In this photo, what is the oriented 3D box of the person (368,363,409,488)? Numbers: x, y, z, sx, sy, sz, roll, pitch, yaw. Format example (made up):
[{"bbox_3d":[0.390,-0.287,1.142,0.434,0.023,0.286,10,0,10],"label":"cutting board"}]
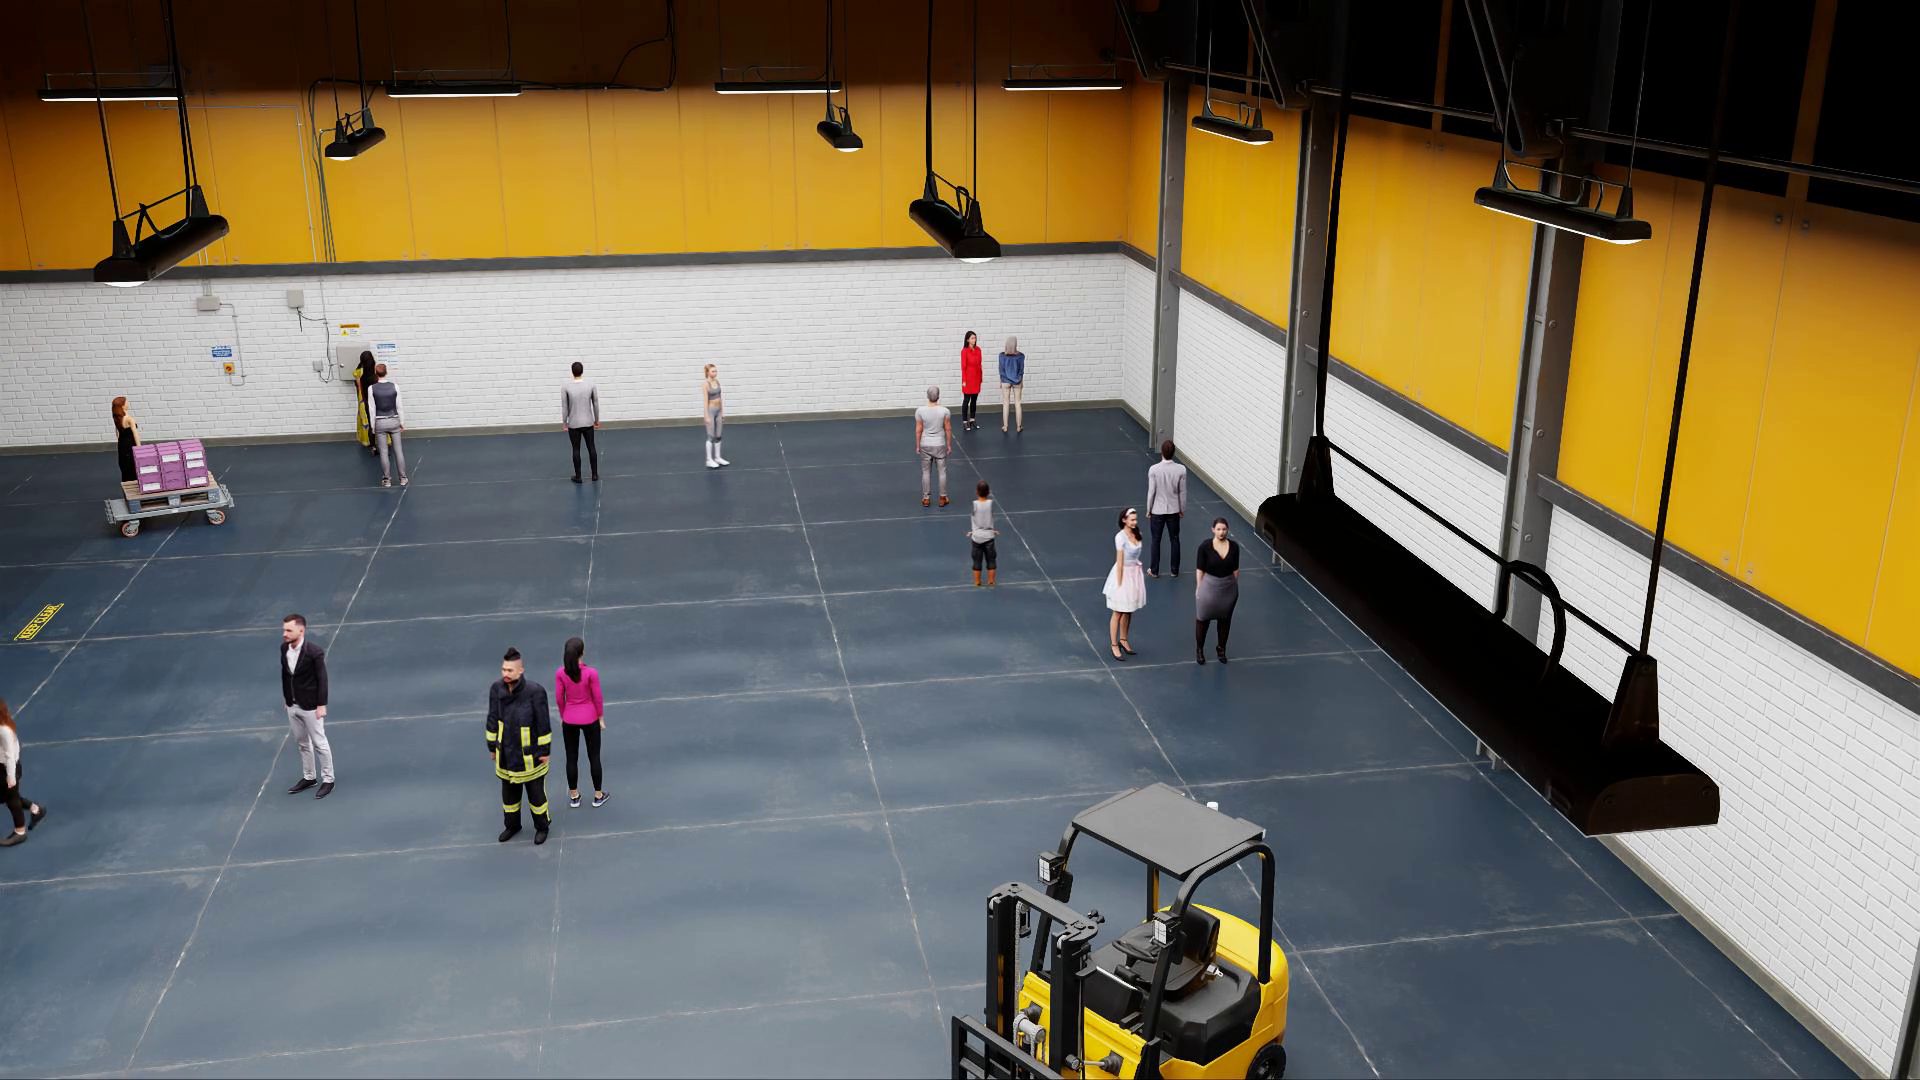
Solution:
[{"bbox_3d":[-8.925,-1.808,25.908,0.711,1.938,0.632,-8,20,-21],"label":"person"}]

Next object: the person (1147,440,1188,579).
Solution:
[{"bbox_3d":[2.707,-0.410,21.893,0.691,1.852,0.577,-2,19,-5],"label":"person"}]

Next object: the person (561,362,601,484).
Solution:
[{"bbox_3d":[-5.940,-1.851,26.060,0.807,1.923,0.727,-9,20,-24],"label":"person"}]

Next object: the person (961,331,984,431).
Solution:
[{"bbox_3d":[0.201,-2.806,29.171,0.734,1.748,0.769,-16,25,-40],"label":"person"}]

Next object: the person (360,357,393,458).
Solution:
[{"bbox_3d":[-9.686,-2.195,27.499,0.664,1.656,0.665,6,20,17],"label":"person"}]

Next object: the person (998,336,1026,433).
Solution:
[{"bbox_3d":[0.902,-2.736,29.041,0.652,1.697,0.618,0,19,0],"label":"person"}]

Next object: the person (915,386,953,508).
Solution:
[{"bbox_3d":[-0.395,-1.404,24.876,0.738,1.832,0.640,1,19,3],"label":"person"}]

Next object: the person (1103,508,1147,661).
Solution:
[{"bbox_3d":[1.928,0.494,19.264,0.913,1.816,0.859,15,24,38],"label":"person"}]

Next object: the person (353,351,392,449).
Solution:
[{"bbox_3d":[-9.916,-2.383,28.050,0.930,1.660,0.877,1,19,4],"label":"person"}]

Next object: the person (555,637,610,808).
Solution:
[{"bbox_3d":[-3.609,1.721,15.803,0.630,1.698,0.616,0,19,1],"label":"person"}]

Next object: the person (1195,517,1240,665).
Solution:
[{"bbox_3d":[2.944,0.574,19.114,0.668,1.760,0.621,-2,19,-6],"label":"person"}]

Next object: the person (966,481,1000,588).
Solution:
[{"bbox_3d":[0.302,-0.118,21.648,0.587,1.454,0.490,-2,19,-7],"label":"person"}]

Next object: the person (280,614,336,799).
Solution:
[{"bbox_3d":[-6.299,1.568,16.029,0.741,1.845,0.748,7,20,21],"label":"person"}]

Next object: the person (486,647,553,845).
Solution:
[{"bbox_3d":[-3.999,1.860,15.135,0.856,1.862,0.829,3,19,10],"label":"person"}]

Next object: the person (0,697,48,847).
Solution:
[{"bbox_3d":[-8.612,2.058,15.152,0.752,1.477,0.804,17,25,40],"label":"person"}]

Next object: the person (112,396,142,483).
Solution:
[{"bbox_3d":[-12.562,-1.378,25.124,0.675,1.624,0.719,8,20,24],"label":"person"}]

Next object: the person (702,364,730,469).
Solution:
[{"bbox_3d":[-4.009,-2.030,26.935,0.713,1.703,0.646,11,22,30],"label":"person"}]
